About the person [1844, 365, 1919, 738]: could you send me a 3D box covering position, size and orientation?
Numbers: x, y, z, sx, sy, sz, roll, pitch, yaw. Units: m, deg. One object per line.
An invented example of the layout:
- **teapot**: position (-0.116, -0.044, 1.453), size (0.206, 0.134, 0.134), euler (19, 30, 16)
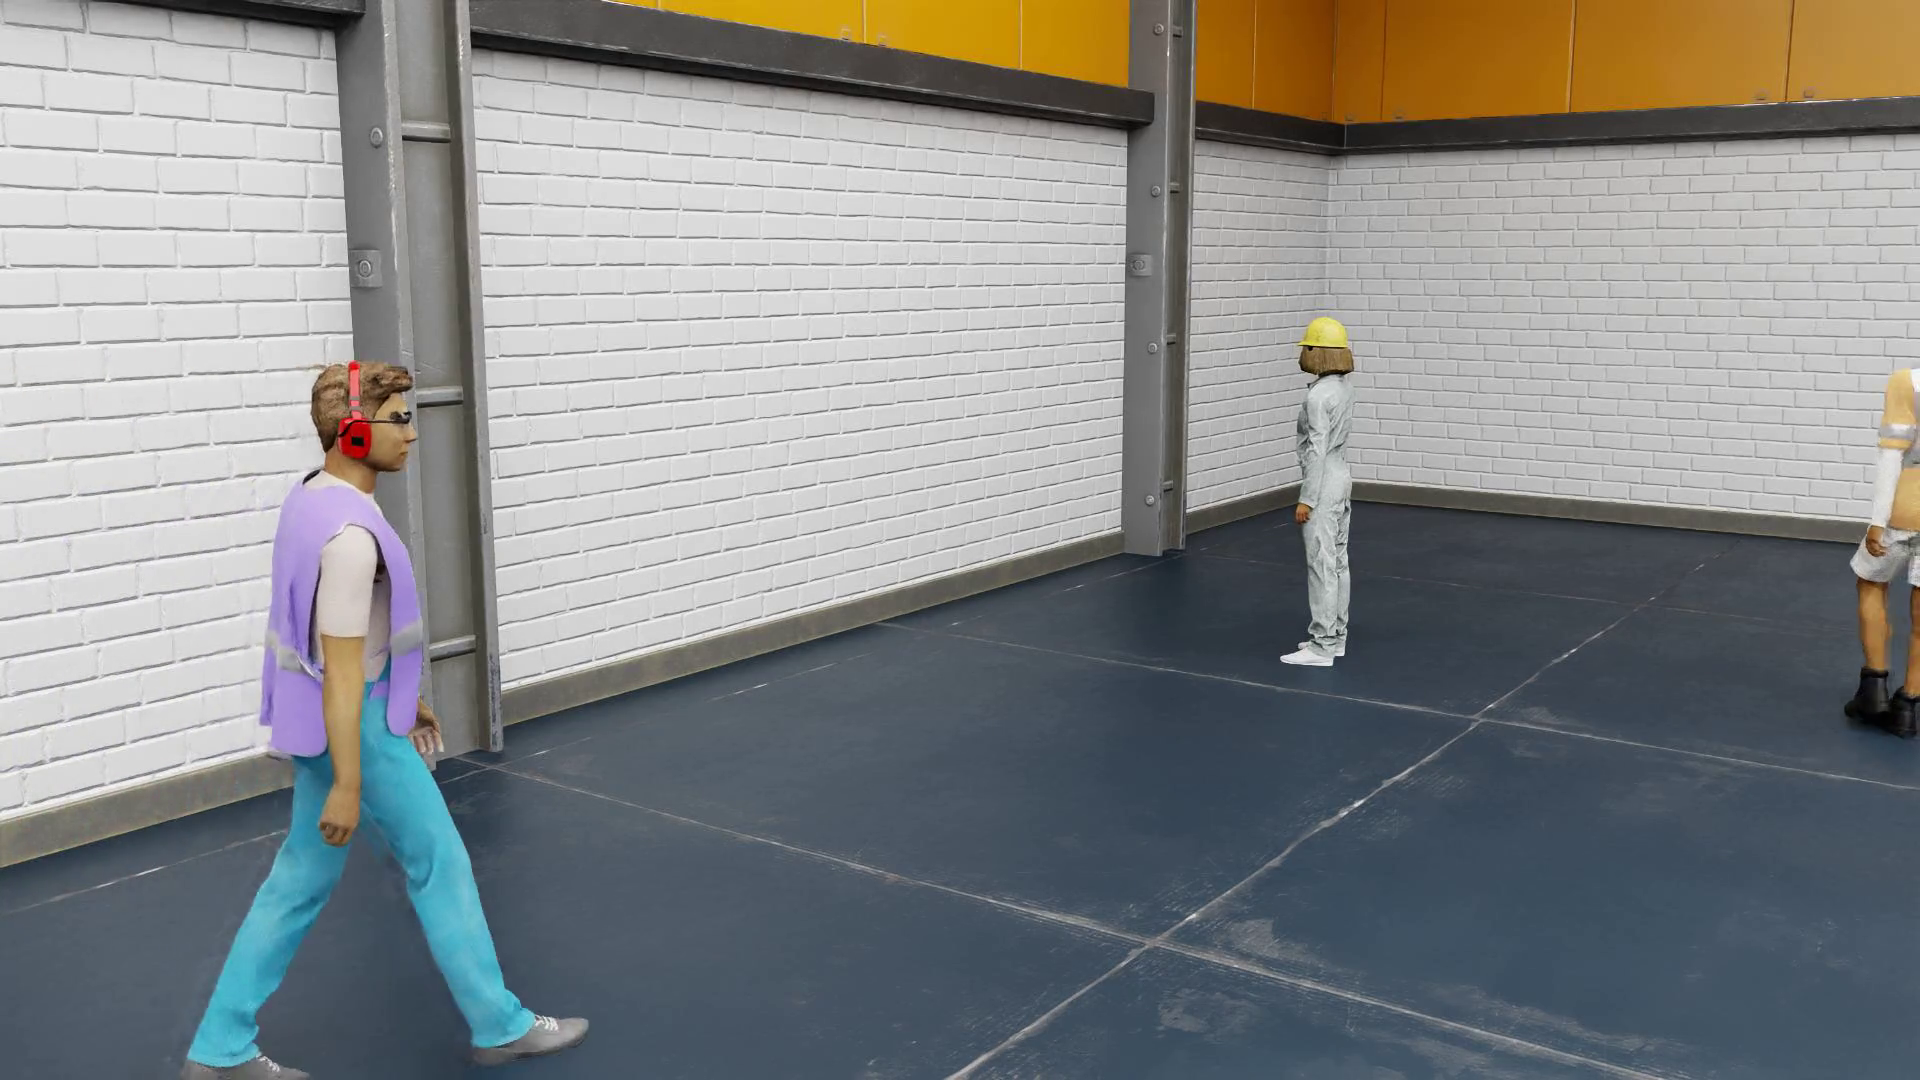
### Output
- **person**: position (4.140, -0.112, 7.117), size (0.583, 1.899, 0.512), euler (1, 10, 5)

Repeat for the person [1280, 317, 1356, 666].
- **person**: position (1.810, -0.240, 8.354), size (0.294, 1.744, 0.486), euler (5, 11, 29)

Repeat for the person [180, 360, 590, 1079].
- **person**: position (-1.451, 0.466, 4.008), size (0.953, 1.802, 0.567), euler (-6, 11, -31)
